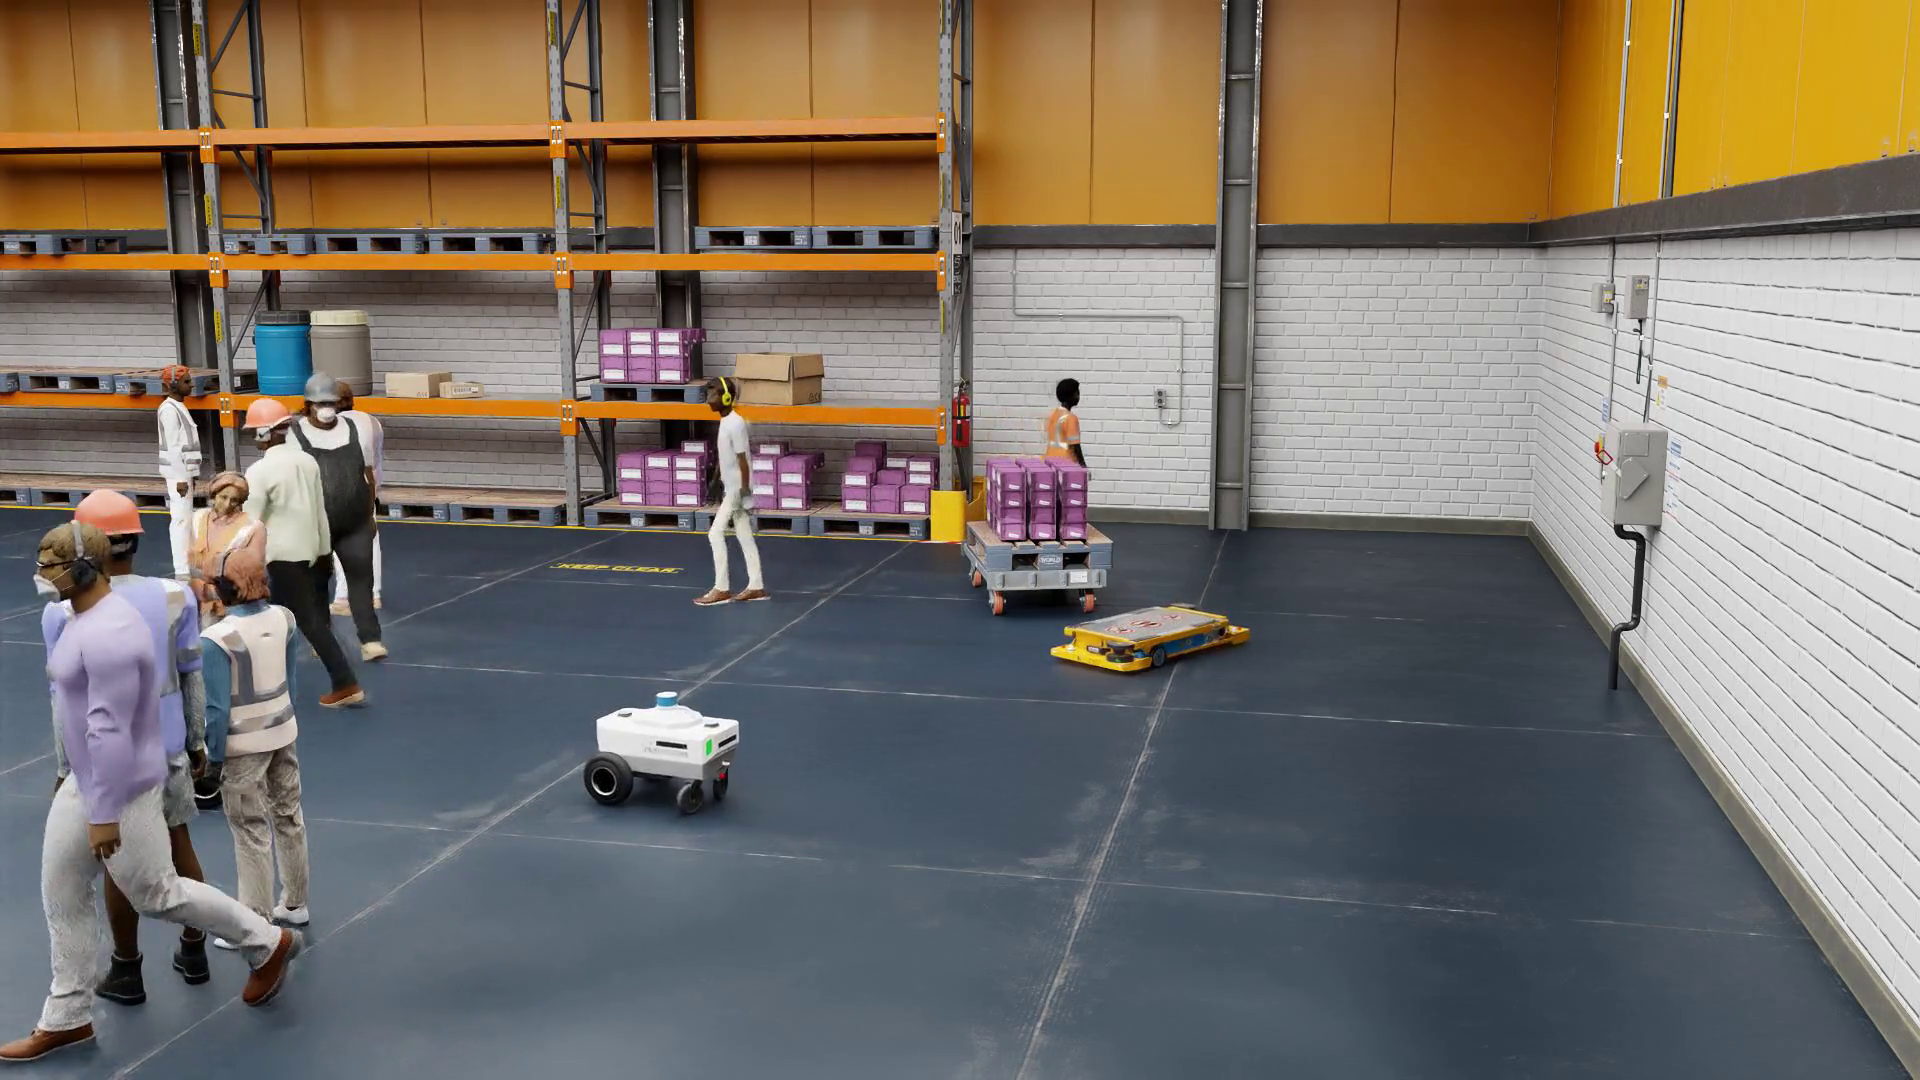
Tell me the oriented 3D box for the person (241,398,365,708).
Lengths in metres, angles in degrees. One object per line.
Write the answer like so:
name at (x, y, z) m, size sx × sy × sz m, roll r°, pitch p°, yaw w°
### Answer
person at (-4.183, 0.086, 10.333) m, size 1.078 × 1.935 × 0.626 m, roll 2°, pitch 10°, yaw 11°

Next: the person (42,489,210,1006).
person at (-3.130, 0.770, 6.260) m, size 0.377 × 1.932 × 0.552 m, roll 9°, pitch 13°, yaw 43°

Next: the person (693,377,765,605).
person at (-1.910, -0.390, 13.407) m, size 0.731 × 1.837 × 0.525 m, roll -2°, pitch 10°, yaw -10°

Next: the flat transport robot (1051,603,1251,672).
flat transport robot at (1.364, 0.673, 11.751) m, size 1.431 × 0.197 × 0.652 m, roll -9°, pitch 13°, yaw -43°

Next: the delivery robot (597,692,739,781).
delivery robot at (-1.498, 1.025, 8.549) m, size 0.707 × 0.478 × 0.477 m, roll 4°, pitch 10°, yaw 21°

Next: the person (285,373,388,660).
person at (-4.303, -0.152, 11.406) m, size 0.710 × 2.000 × 0.916 m, roll -7°, pitch 12°, yaw -35°

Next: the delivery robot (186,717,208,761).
delivery robot at (-4.089, 1.026, 8.542) m, size 0.707 × 0.478 × 0.477 m, roll -2°, pitch 10°, yaw -12°

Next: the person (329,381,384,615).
person at (-4.820, -0.328, 13.064) m, size 0.429 × 1.836 × 0.621 m, roll 6°, pitch 11°, yaw 31°

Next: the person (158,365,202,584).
person at (-6.679, -0.561, 14.296) m, size 0.356 × 1.883 × 0.574 m, roll -4°, pitch 10°, yaw -20°

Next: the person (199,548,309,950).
person at (-2.858, 0.838, 6.734) m, size 0.308 × 1.638 × 0.511 m, roll 3°, pitch 10°, yaw 15°

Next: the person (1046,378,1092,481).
person at (1.064, -0.683, 15.671) m, size 0.828 × 1.662 × 0.543 m, roll -1°, pitch 10°, yaw -8°

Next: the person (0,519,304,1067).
person at (-2.905, 0.853, 5.885) m, size 0.946 × 1.900 × 0.637 m, roll -7°, pitch 12°, yaw -37°

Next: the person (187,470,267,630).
person at (-4.184, 0.395, 9.447) m, size 0.639 × 1.610 × 0.319 m, roll 3°, pitch 10°, yaw 20°
